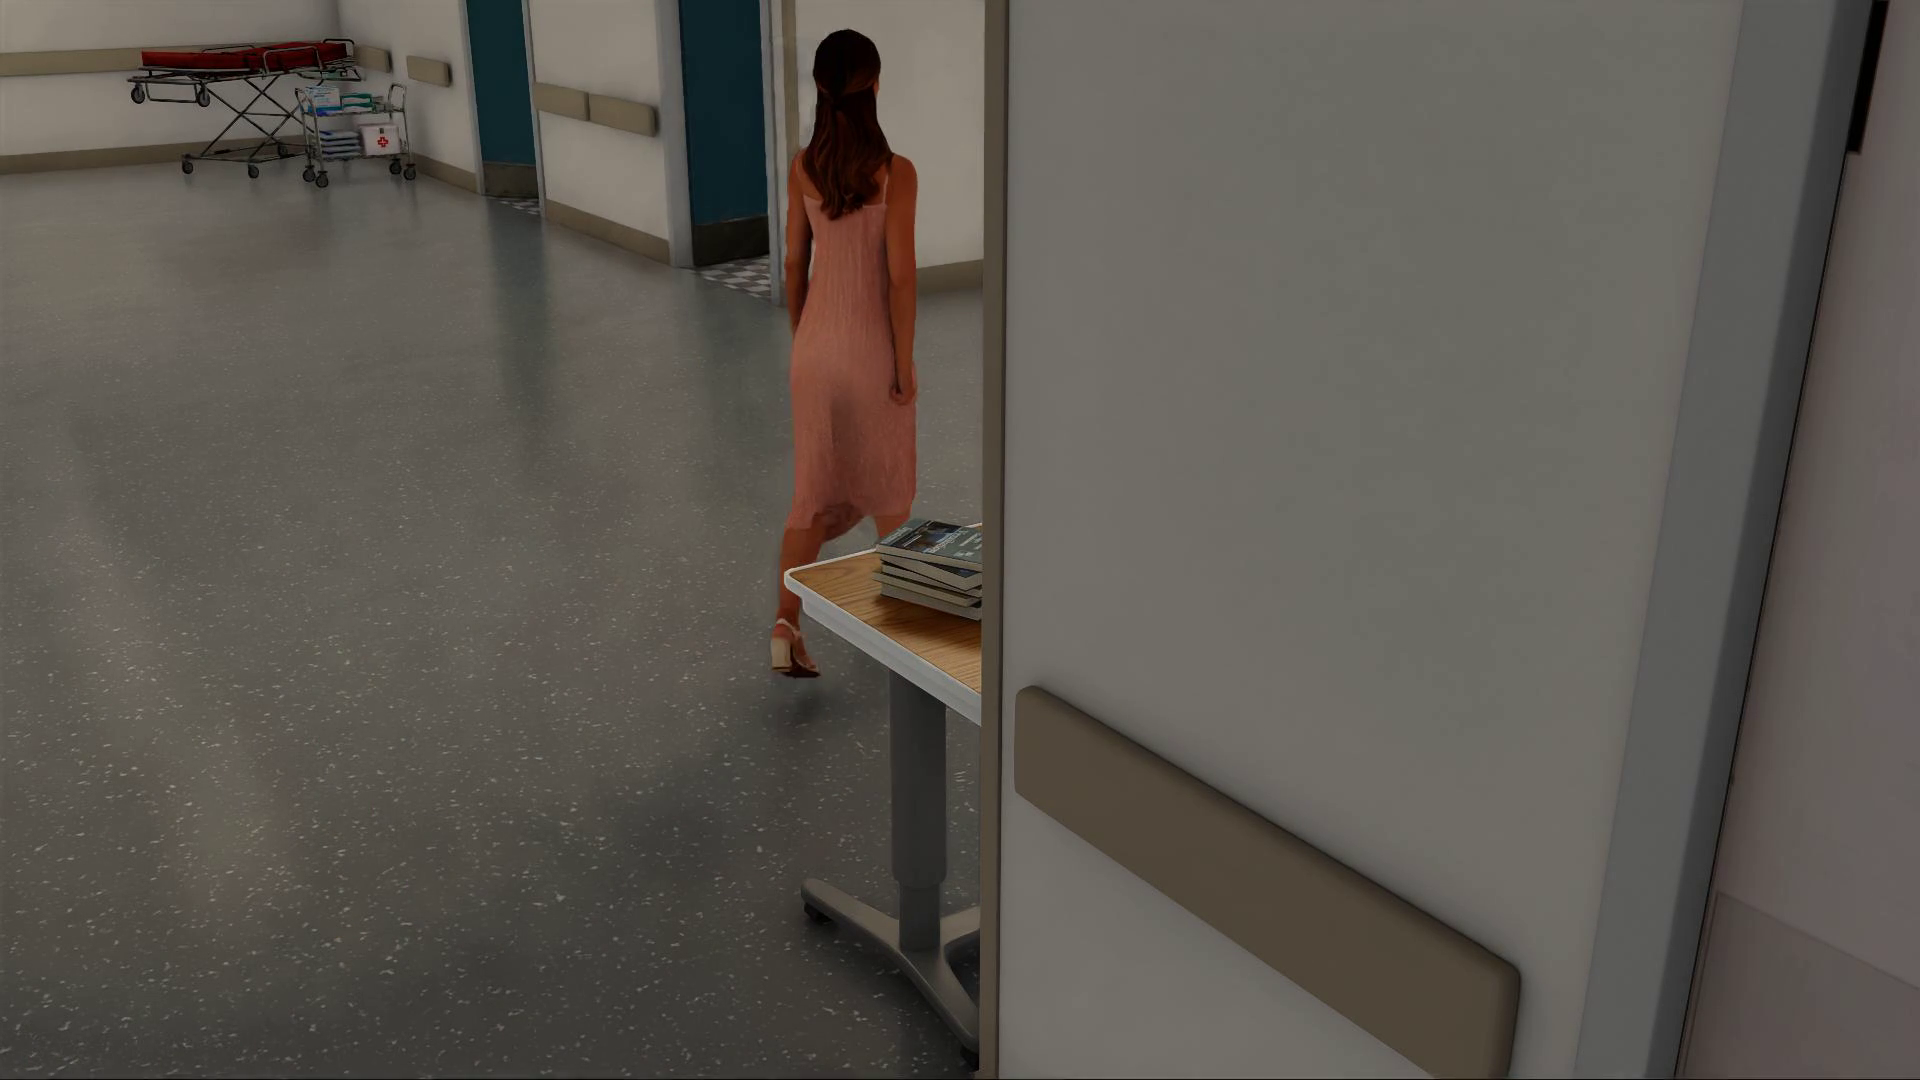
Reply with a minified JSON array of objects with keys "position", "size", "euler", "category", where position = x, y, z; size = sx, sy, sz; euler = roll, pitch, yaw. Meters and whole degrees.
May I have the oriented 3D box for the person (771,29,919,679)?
[{"position":[-0.355,-0.453,4.667],"size":[1.126,1.792,1.054],"euler":[8,22,20],"category":"person"}]
